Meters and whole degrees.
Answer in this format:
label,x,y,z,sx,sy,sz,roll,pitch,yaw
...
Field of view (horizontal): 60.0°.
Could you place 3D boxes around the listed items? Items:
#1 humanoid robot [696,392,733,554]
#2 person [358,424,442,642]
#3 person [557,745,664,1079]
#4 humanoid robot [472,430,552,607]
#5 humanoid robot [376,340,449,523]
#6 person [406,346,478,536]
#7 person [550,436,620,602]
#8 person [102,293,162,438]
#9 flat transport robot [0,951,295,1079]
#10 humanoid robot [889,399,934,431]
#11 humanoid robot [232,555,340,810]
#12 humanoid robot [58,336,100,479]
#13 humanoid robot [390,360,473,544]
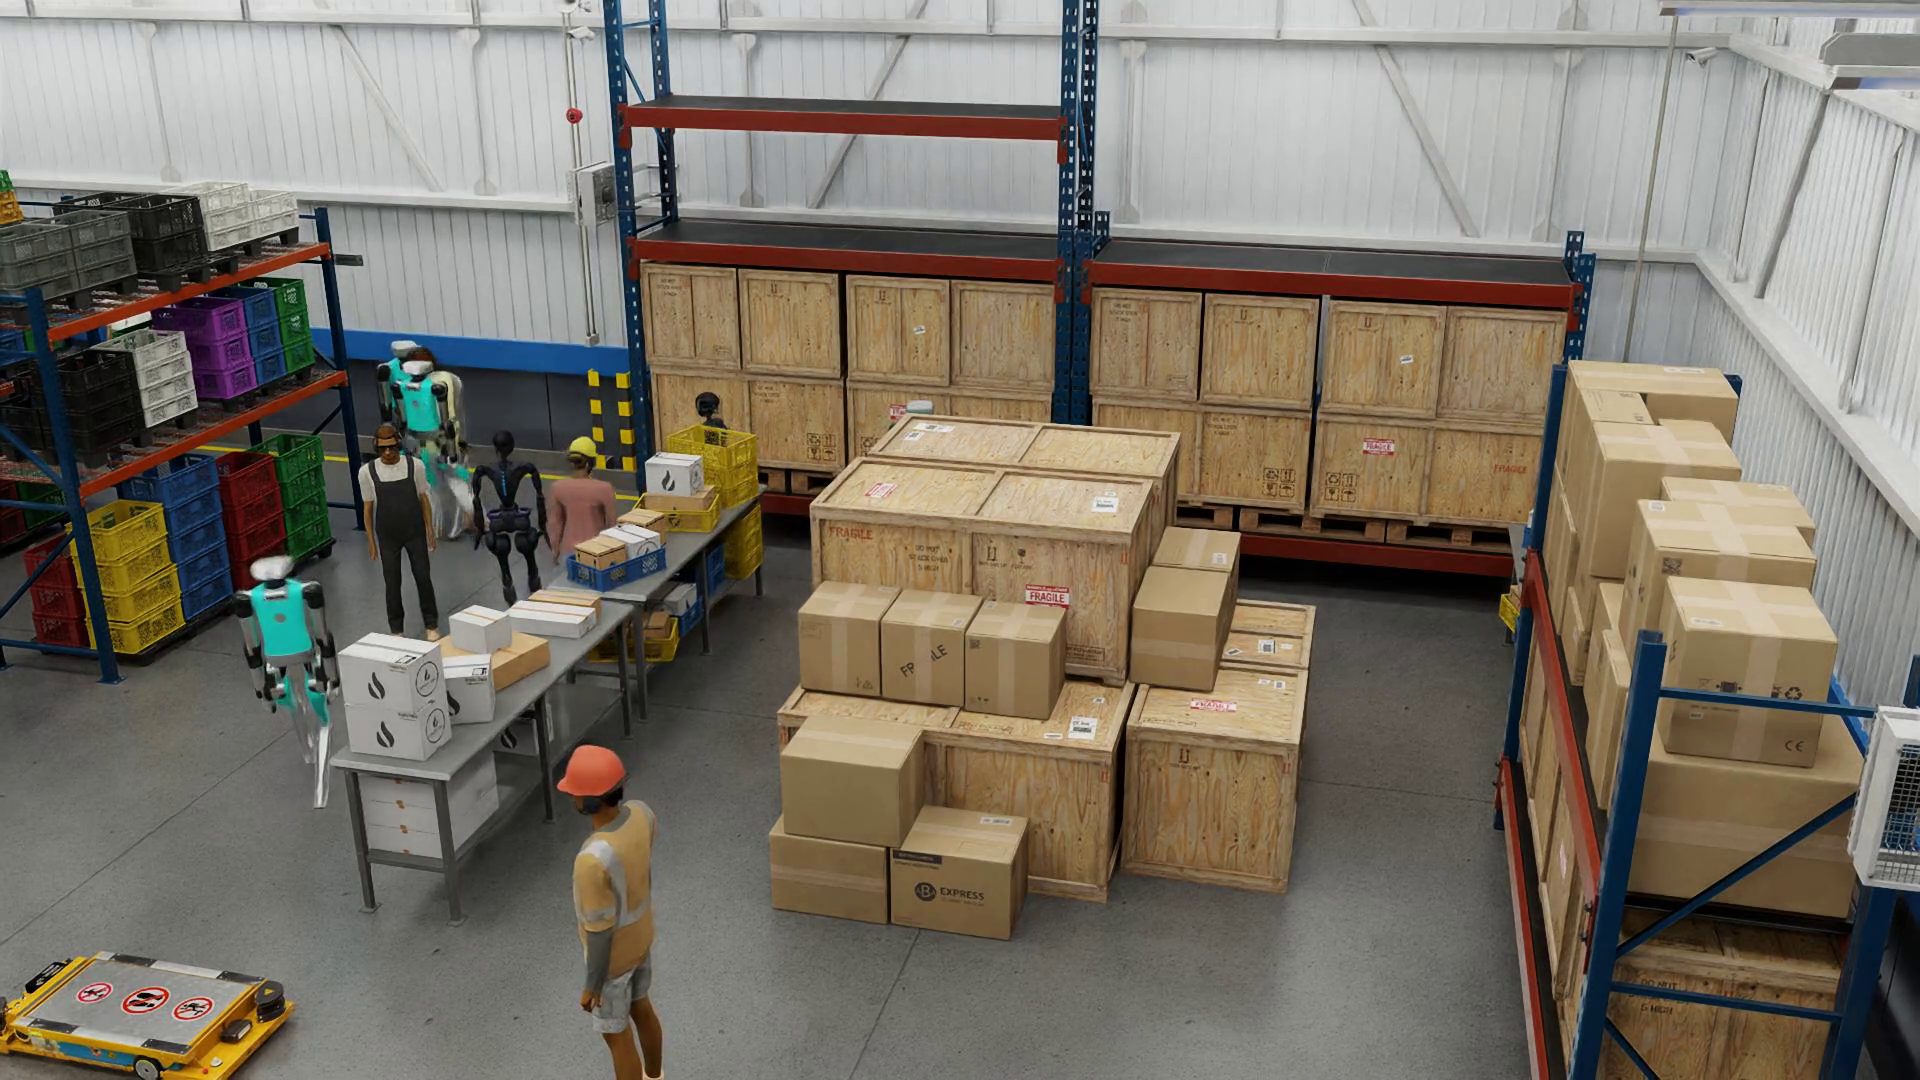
label,x,y,z,sx,sy,sz,roll,pitch,yaw
humanoid robot,-2.110,-0.460,14.282,0.379,1.650,0.601,6,22,16
person,-4.353,-0.031,12.941,0.506,1.836,0.332,-9,23,-21
person,-1.610,1.869,7.676,0.379,2.039,0.614,5,21,12
humanoid robot,-3.593,-0.088,13.307,0.609,1.658,0.426,-4,21,-10
humanoid robot,-4.989,-0.923,15.411,0.547,1.808,0.666,-18,27,-38
person,-4.752,-0.873,15.176,0.628,1.813,0.634,17,27,38
person,-2.892,0.082,12.793,0.541,1.723,0.828,4,21,11
person,-8.967,-2.023,18.147,0.562,1.836,0.390,-3,21,-7
flat transport robot,-4.270,2.464,8.601,1.431,0.231,0.659,5,22,13
humanoid robot,-0.303,-0.255,13.464,0.533,1.680,0.735,-1,21,-2
humanoid robot,-4.306,0.843,10.849,0.557,1.816,0.898,-6,22,-14
humanoid robot,-8.823,-1.355,16.675,0.766,1.624,0.608,5,21,12
humanoid robot,-4.723,-0.815,15.133,0.534,1.800,0.732,4,21,11
